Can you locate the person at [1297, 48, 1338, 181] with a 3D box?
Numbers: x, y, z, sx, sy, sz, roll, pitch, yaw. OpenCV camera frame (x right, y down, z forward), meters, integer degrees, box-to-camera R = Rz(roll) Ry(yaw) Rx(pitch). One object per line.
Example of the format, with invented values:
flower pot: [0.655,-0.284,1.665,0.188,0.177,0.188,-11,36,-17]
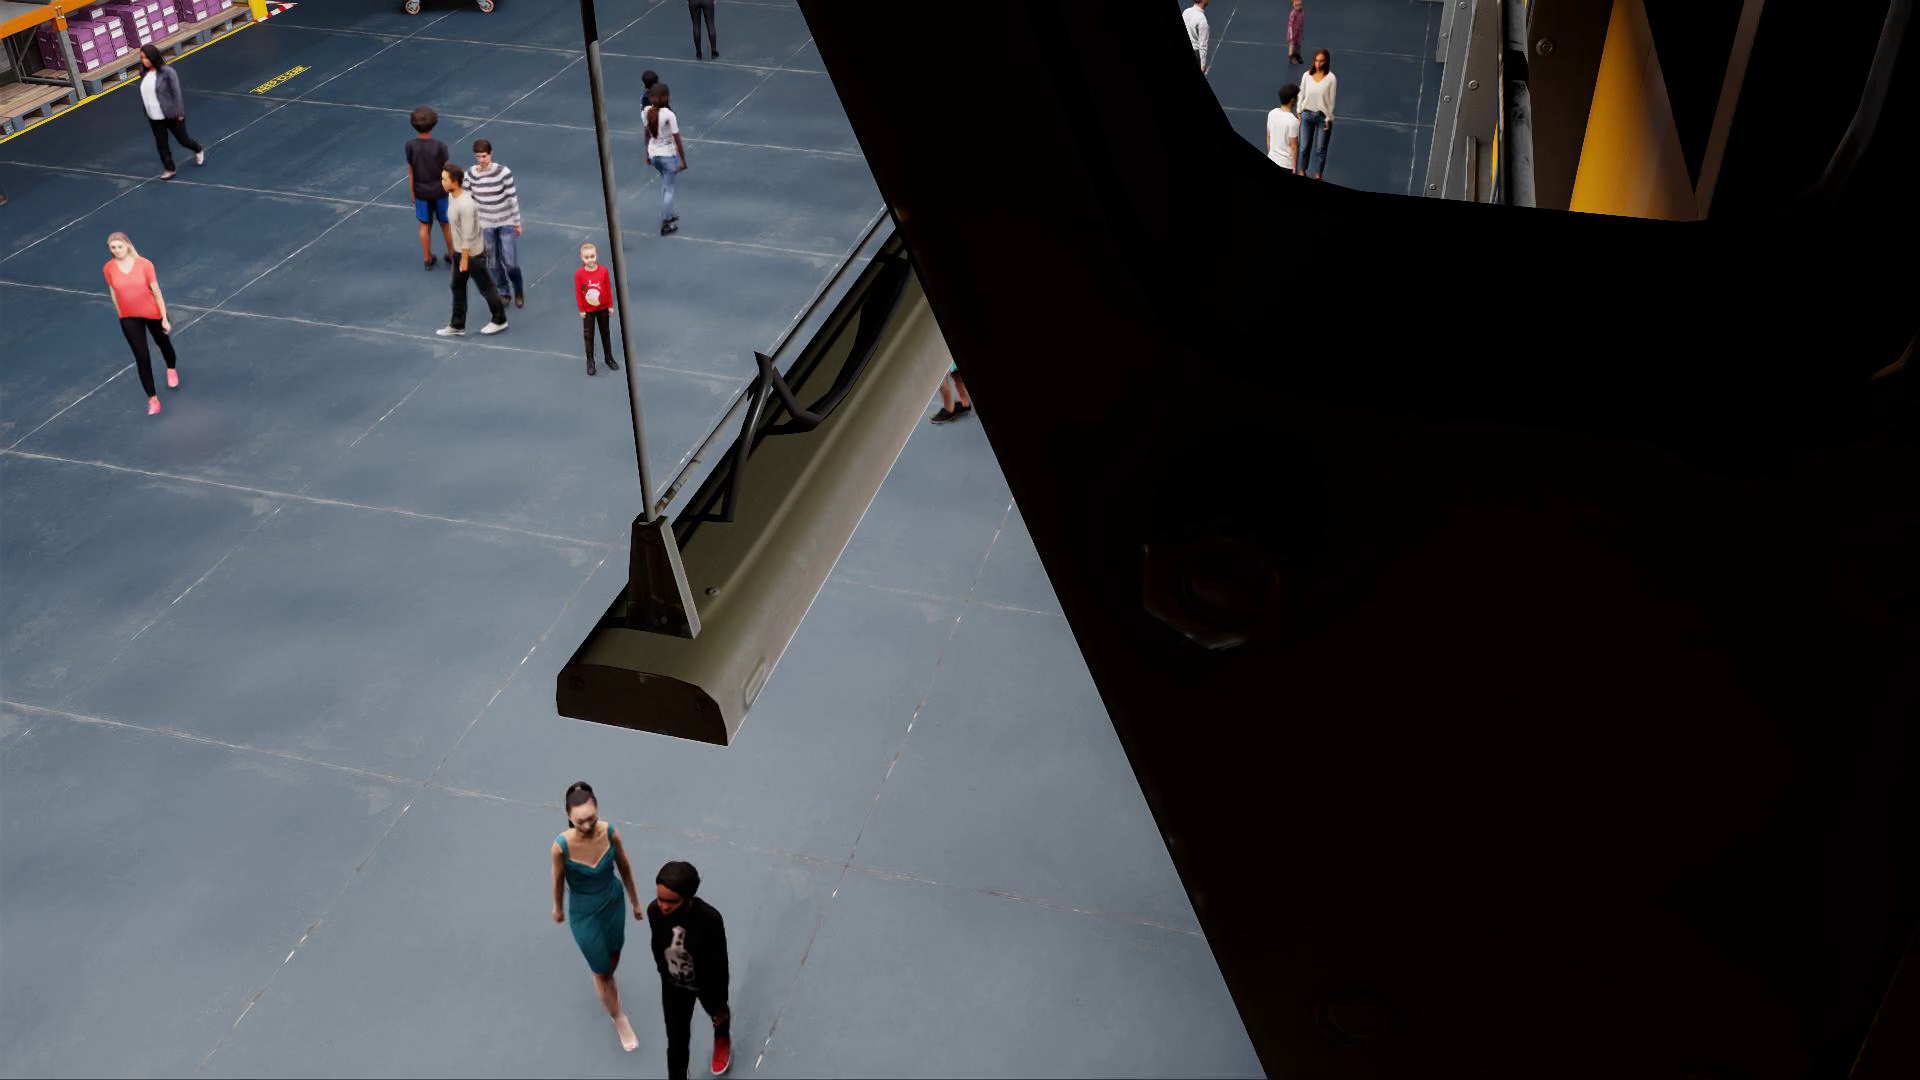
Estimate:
person: [4.249,-5.025,19.795,0.667,1.677,0.630,17,37,24]

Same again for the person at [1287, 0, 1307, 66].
person: [4.835,-7.325,23.872,0.526,0.995,0.577,-23,40,-30]

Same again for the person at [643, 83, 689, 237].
person: [-3.360,-4.229,18.569,0.691,1.709,0.727,17,37,24]

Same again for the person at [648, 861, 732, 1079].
person: [-1.377,2.280,8.840,0.653,1.639,1.020,6,34,8]

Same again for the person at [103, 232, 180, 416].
person: [-7.510,-2.066,15.369,0.999,1.649,1.211,-9,35,-13]

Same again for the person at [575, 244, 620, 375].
person: [-3.502,-2.235,15.955,0.588,1.281,0.639,-14,36,-20]

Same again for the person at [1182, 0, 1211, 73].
person: [3.014,-6.267,21.536,0.774,1.818,0.711,-17,37,-24]

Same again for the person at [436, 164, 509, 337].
person: [-4.755,-2.865,16.441,1.086,1.793,0.999,-23,40,-30]

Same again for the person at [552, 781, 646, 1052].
person: [-2.030,2.002,9.237,0.880,1.662,0.941,-17,37,-24]

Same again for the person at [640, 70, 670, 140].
person: [-3.709,-5.123,20.376,0.794,1.197,0.914,-12,36,-18]

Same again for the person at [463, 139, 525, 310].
person: [-4.720,-3.248,16.986,0.746,1.827,0.743,1,34,1]

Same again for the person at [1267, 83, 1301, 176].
person: [3.596,-4.259,18.602,0.752,1.722,0.698,-19,38,-26]

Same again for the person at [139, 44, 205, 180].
person: [-9.584,-5.206,20.163,0.726,1.570,1.005,5,34,8]

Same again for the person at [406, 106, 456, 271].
person: [-5.593,-3.711,17.719,0.729,1.787,0.764,-9,35,-13]

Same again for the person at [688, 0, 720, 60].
person: [-3.729,-7.793,23.952,0.633,1.685,0.612,-2,34,-3]
